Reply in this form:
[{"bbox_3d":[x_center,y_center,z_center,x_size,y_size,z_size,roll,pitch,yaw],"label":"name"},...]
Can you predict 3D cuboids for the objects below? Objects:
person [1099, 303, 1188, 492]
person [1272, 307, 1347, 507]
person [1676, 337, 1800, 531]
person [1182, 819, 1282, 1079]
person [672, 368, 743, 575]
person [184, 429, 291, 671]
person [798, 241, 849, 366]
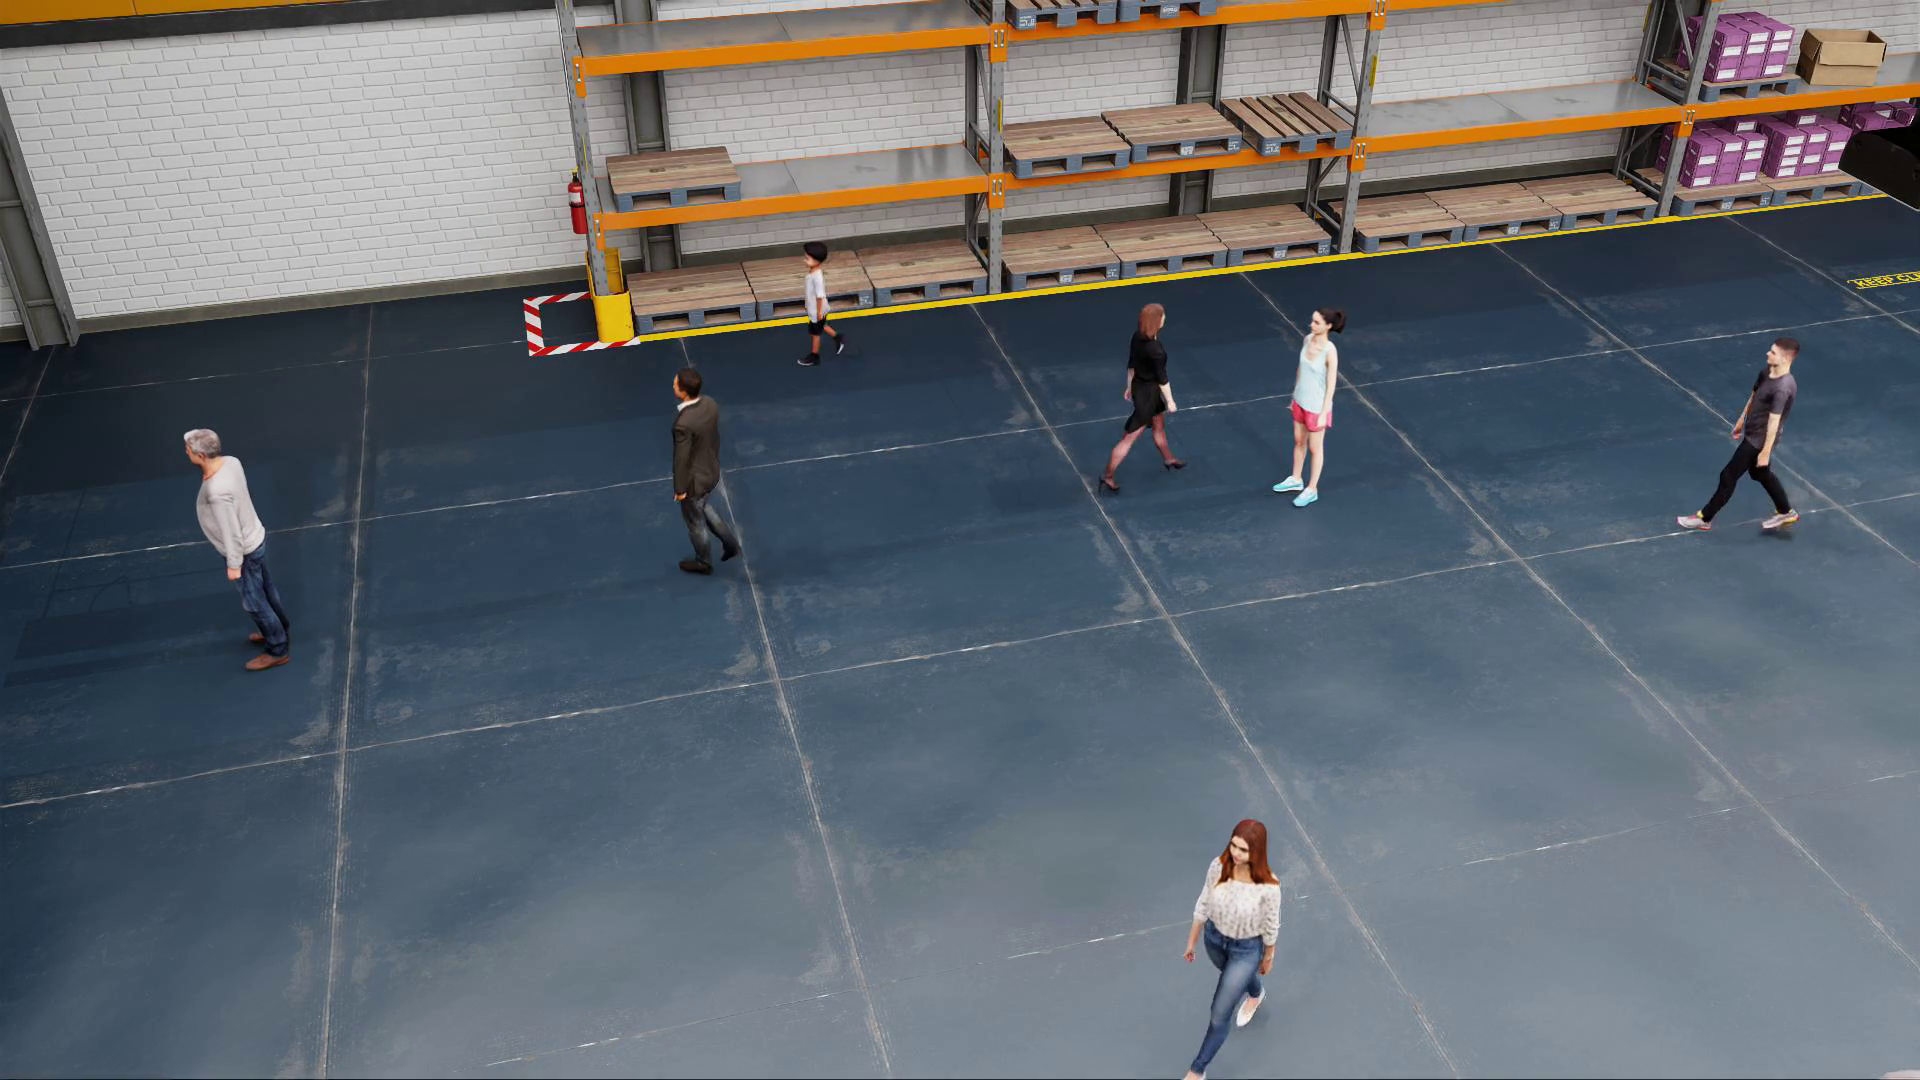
[{"bbox_3d":[1.448,-1.117,13.714,1.085,1.652,0.634,-11,35,-16],"label":"person"},{"bbox_3d":[2.879,-1.104,13.592,0.627,1.765,0.621,-15,36,-21],"label":"person"},{"bbox_3d":[6.393,-0.778,13.136,1.258,1.727,0.999,7,34,10],"label":"person"},{"bbox_3d":[1.496,2.104,8.838,1.009,1.684,1.213,26,41,33],"label":"person"},{"bbox_3d":[-1.924,-0.490,12.644,0.945,1.791,0.888,13,36,19],"label":"person"},{"bbox_3d":[-5.068,0.048,11.730,0.608,1.908,0.733,-7,34,-11],"label":"person"},{"bbox_3d":[-1.306,-2.255,15.787,0.726,1.252,0.509,-7,34,-11],"label":"person"}]
